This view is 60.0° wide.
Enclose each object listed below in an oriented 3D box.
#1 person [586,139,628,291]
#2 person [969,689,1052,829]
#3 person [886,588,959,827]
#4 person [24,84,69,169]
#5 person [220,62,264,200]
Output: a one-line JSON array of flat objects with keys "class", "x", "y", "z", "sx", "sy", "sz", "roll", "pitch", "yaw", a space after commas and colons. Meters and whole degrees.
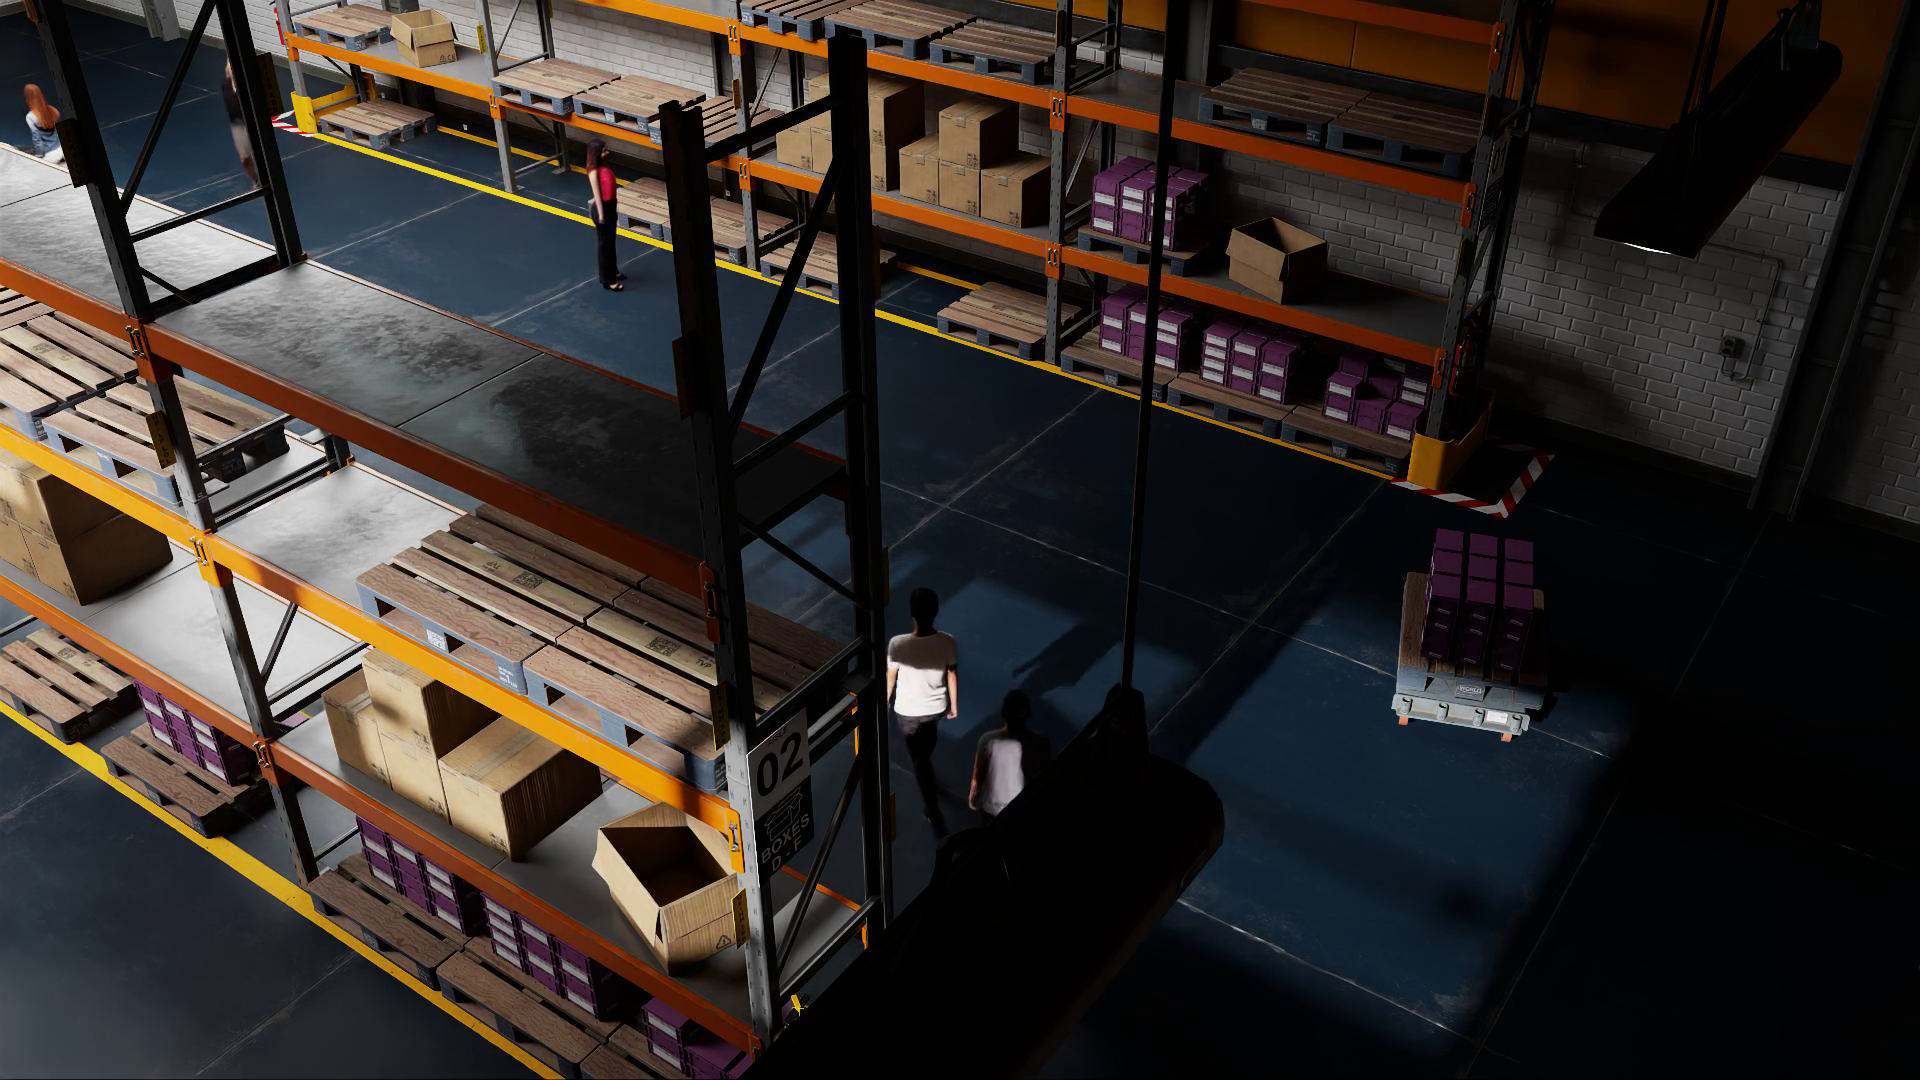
[{"class": "person", "x": -3.852, "y": -3.553, "z": 18.078, "sx": 0.682, "sy": 1.659, "sz": 0.667, "roll": 2, "pitch": 34, "yaw": 3}, {"class": "person", "x": 0.313, "y": 1.697, "z": 10.127, "sx": 1.127, "sy": 1.716, "sz": 1.172, "roll": -4, "pitch": 34, "yaw": -7}, {"class": "person", "x": -0.242, "y": 1.124, "z": 11.017, "sx": 1.025, "sy": 1.686, "sz": 1.167, "roll": -10, "pitch": 35, "yaw": -15}, {"class": "person", "x": -10.584, "y": -4.488, "z": 19.444, "sx": 0.643, "sy": 1.702, "sz": 0.679, "roll": 8, "pitch": 34, "yaw": 12}, {"class": "person", "x": -8.569, "y": -4.932, "z": 20.028, "sx": 0.772, "sy": 1.796, "sz": 0.841, "roll": 8, "pitch": 34, "yaw": 12}]
